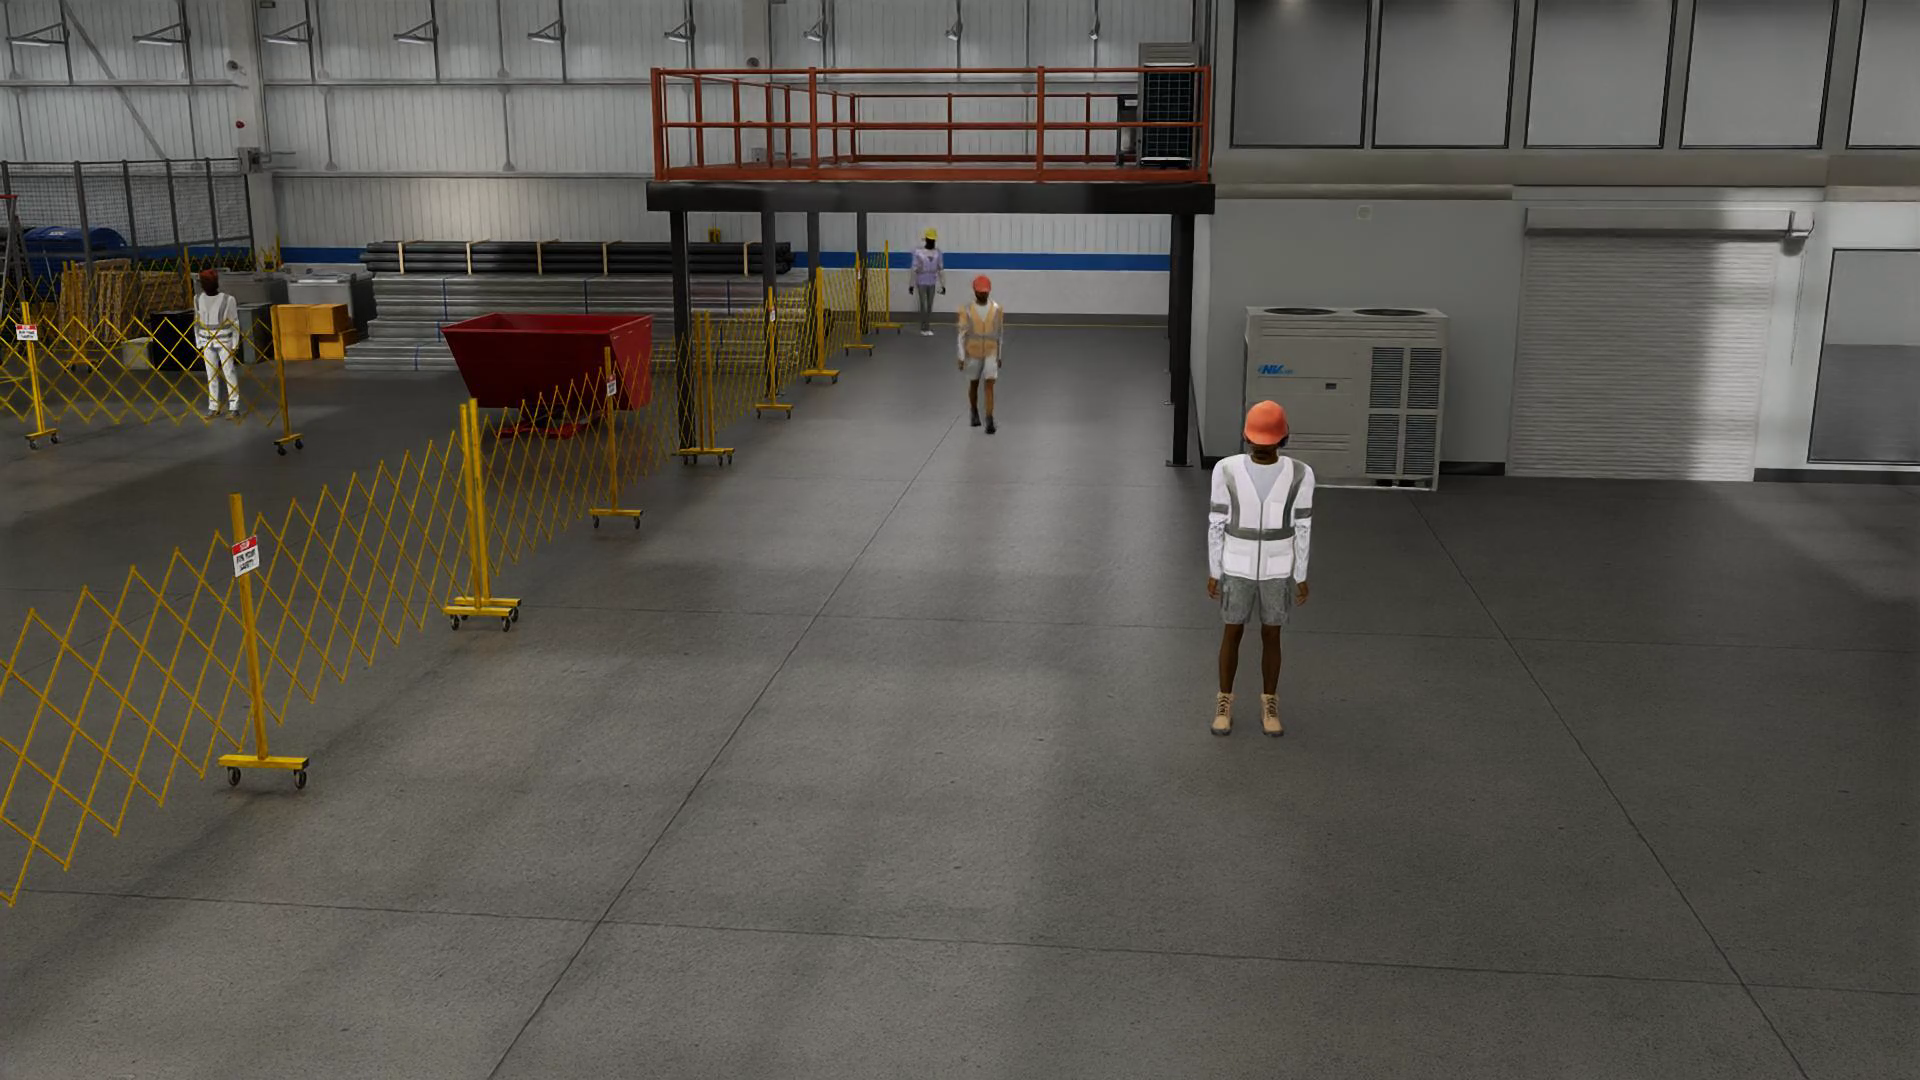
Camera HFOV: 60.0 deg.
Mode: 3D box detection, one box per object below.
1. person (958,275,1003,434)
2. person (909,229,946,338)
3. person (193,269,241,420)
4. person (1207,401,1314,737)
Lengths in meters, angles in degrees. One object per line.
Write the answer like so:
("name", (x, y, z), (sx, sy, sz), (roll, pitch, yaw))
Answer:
("person", (0.248, -2.249, 20.070), (0.568, 1.883, 1.013), (-2, 14, -8))
("person", (-0.517, -4.503, 29.258), (0.620, 1.897, 0.774), (-9, 16, -31))
("person", (-9.325, -2.449, 20.874), (0.572, 1.887, 0.354), (2, 14, 7))
("person", (1.764, 0.178, 9.829), (0.605, 2.033, 0.395), (2, 14, 7))
